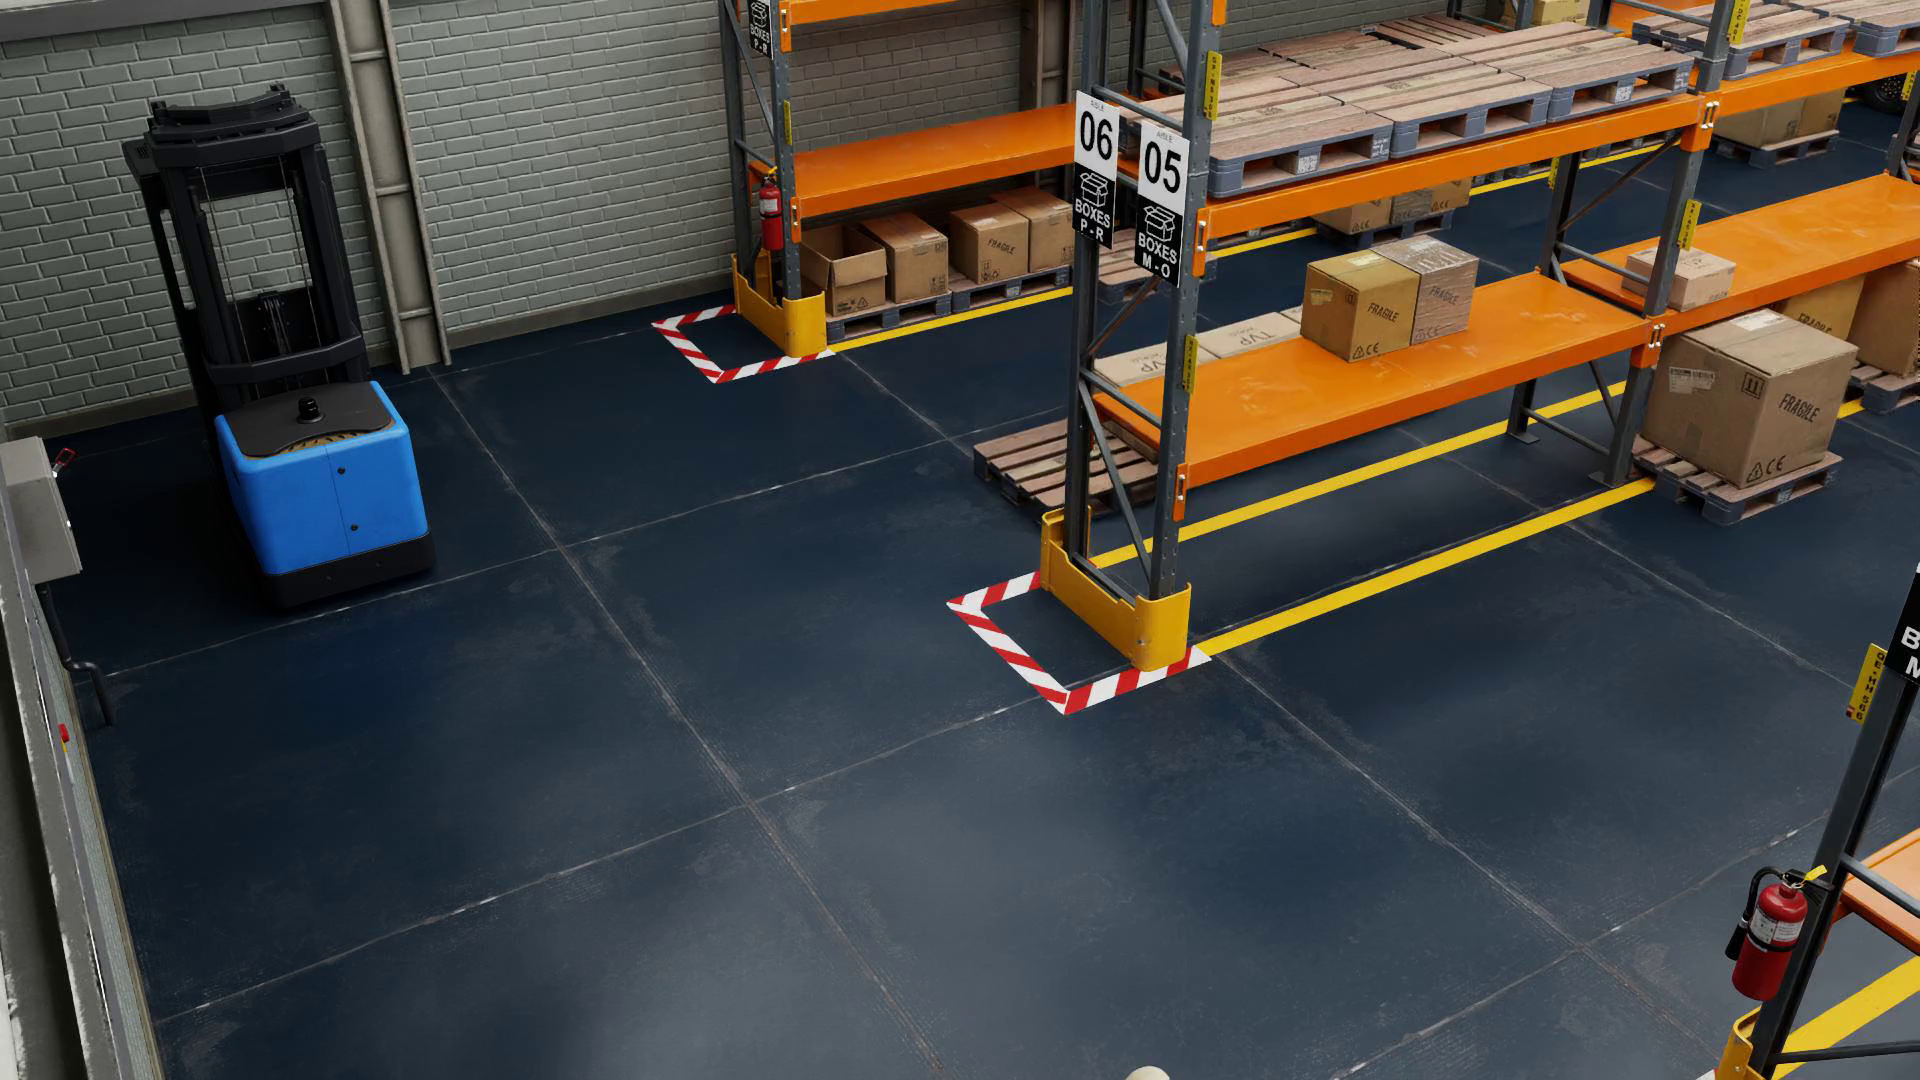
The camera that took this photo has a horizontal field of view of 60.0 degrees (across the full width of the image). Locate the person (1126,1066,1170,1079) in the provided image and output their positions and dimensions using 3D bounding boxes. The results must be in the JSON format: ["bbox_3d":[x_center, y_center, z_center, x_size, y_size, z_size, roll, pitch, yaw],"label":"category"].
[{"bbox_3d":[0.577,2.403,5.601,0.604,1.798,0.383,-20,37,-29],"label":"person"}]

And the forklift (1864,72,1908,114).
[{"bbox_3d":[11.468,-5.645,18.244,1.214,2.155,2.313,-17,36,-26],"label":"forklift"}]

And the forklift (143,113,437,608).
[{"bbox_3d":[-4.289,-1.259,10.509,1.129,2.768,1.873,-17,36,-26],"label":"forklift"}]
